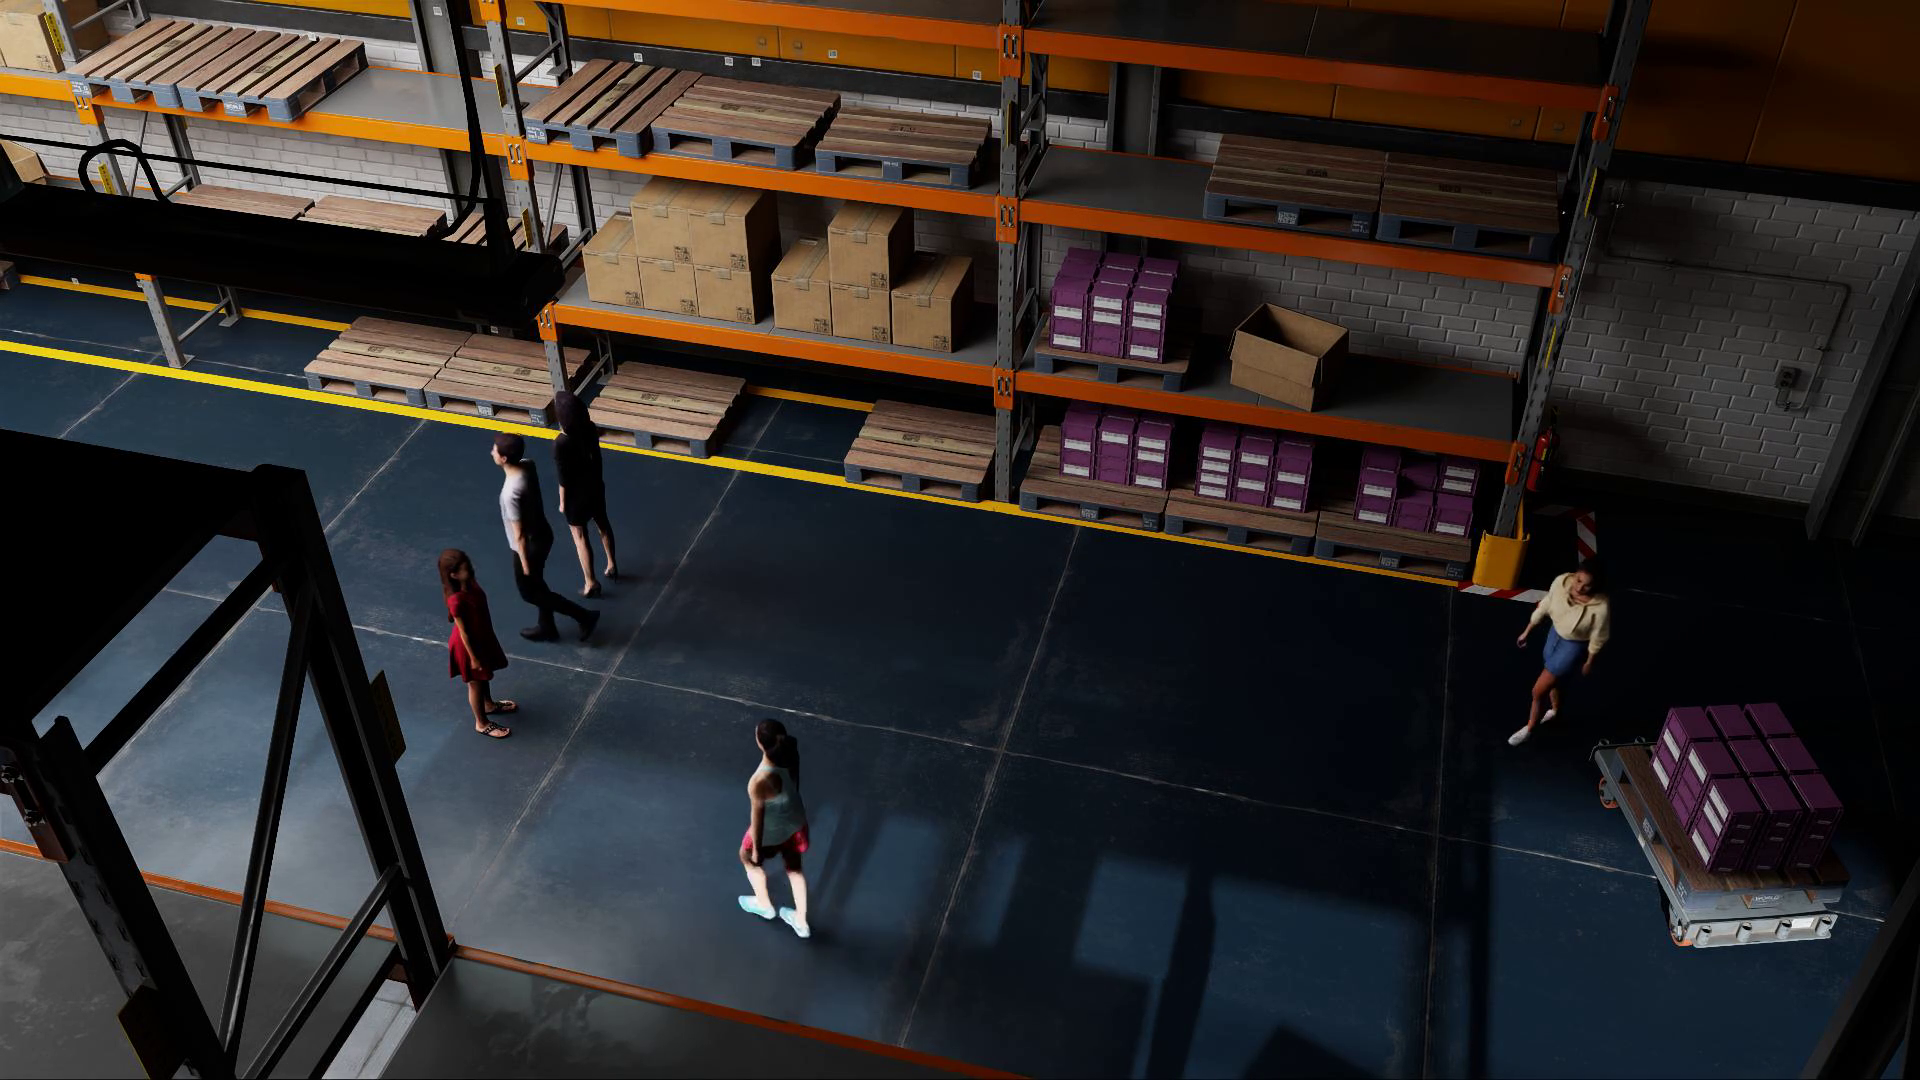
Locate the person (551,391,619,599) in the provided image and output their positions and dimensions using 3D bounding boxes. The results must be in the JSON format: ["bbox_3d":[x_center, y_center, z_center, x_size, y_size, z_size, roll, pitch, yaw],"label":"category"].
[{"bbox_3d":[-2.848,-0.340,12.580,0.603,1.805,0.656,24,44,27],"label":"person"}]

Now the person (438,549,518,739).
[{"bbox_3d":[-3.370,0.689,11.496,0.678,1.550,0.620,-1,39,-1],"label":"person"}]

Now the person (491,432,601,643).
[{"bbox_3d":[-3.025,0.031,12.084,0.961,1.844,0.798,3,39,4],"label":"person"}]

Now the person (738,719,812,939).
[{"bbox_3d":[-1.030,1.776,9.972,0.876,1.753,0.793,28,46,31],"label":"person"}]

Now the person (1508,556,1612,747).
[{"bbox_3d":[4.225,0.717,11.415,0.939,1.608,0.872,-12,40,-14],"label":"person"}]
